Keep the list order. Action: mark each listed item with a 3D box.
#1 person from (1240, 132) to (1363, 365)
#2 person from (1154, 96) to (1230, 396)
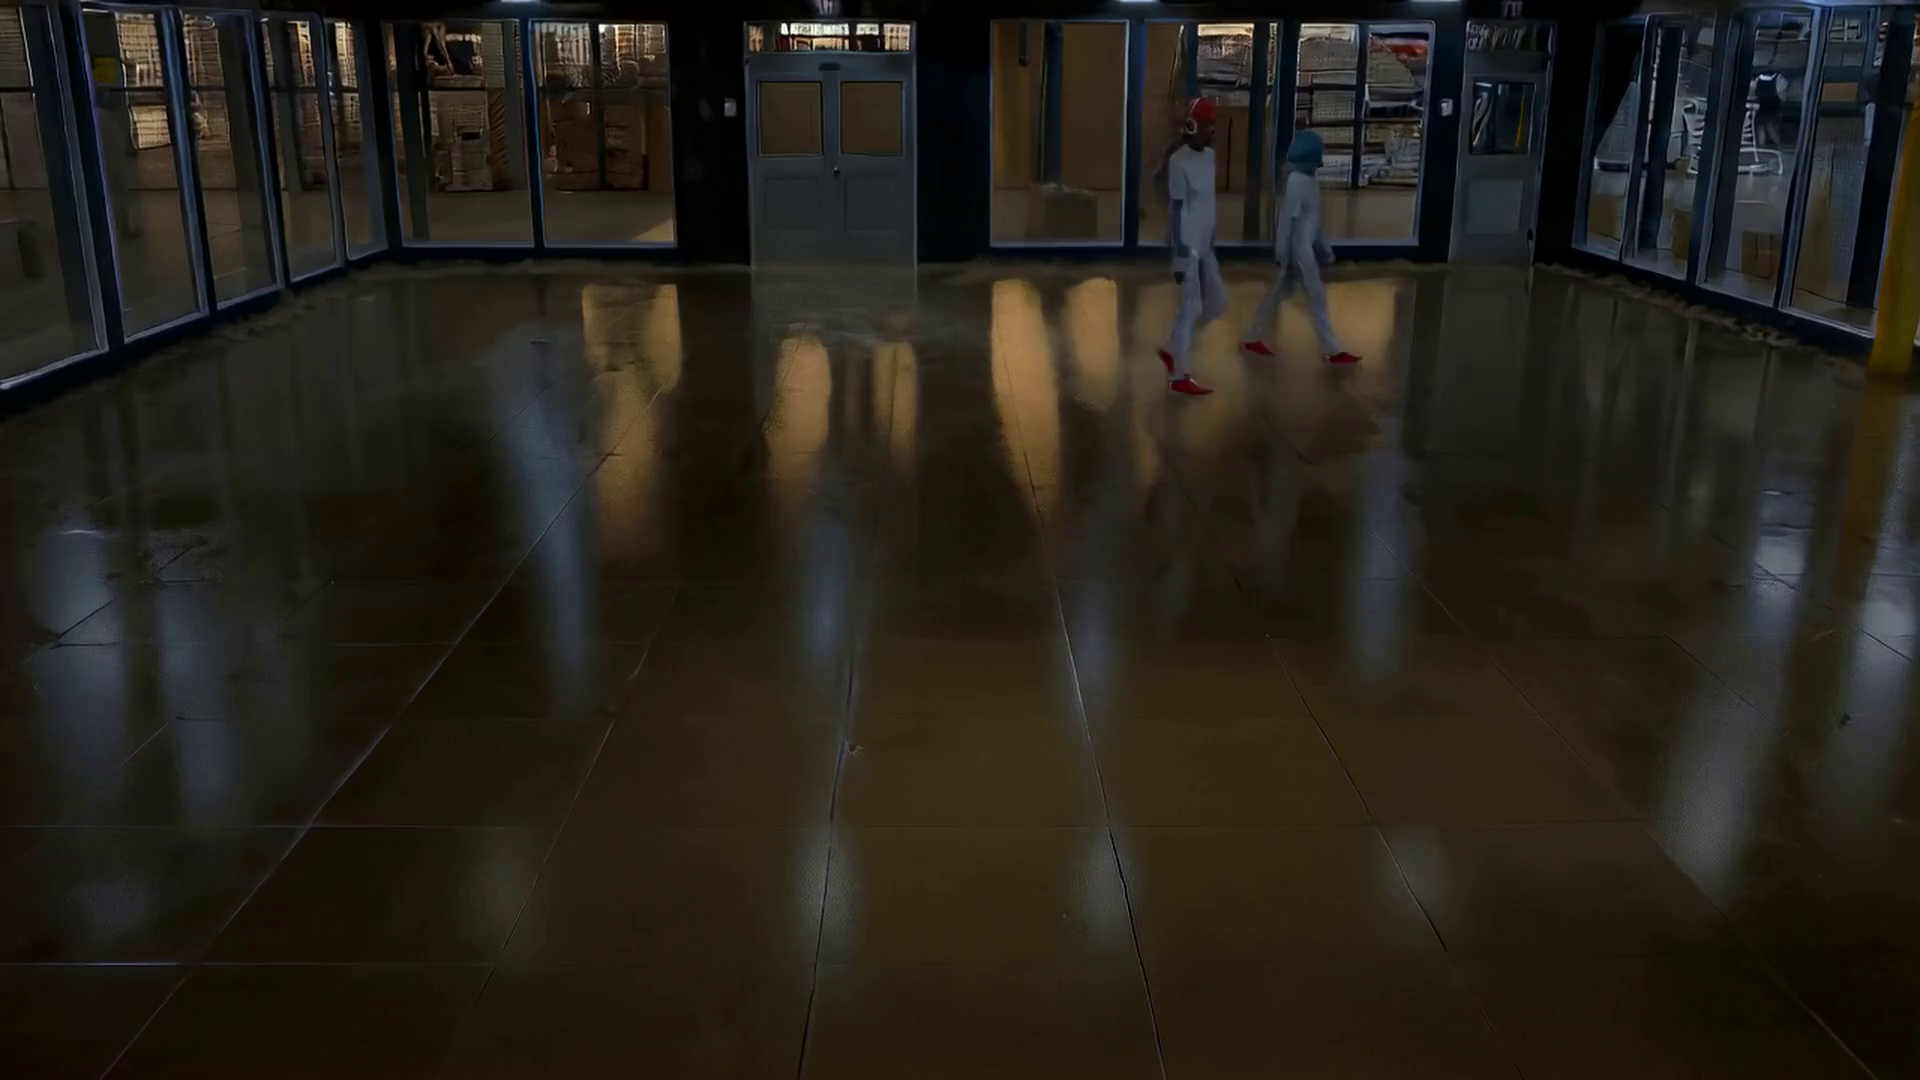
[{"bbox_3d":[2.374,-2.020,11.538,0.891,1.585,0.505,7,18,22],"label":"person"},{"bbox_3d":[1.483,-1.828,10.426,0.416,1.852,0.545,11,20,34],"label":"person"}]
